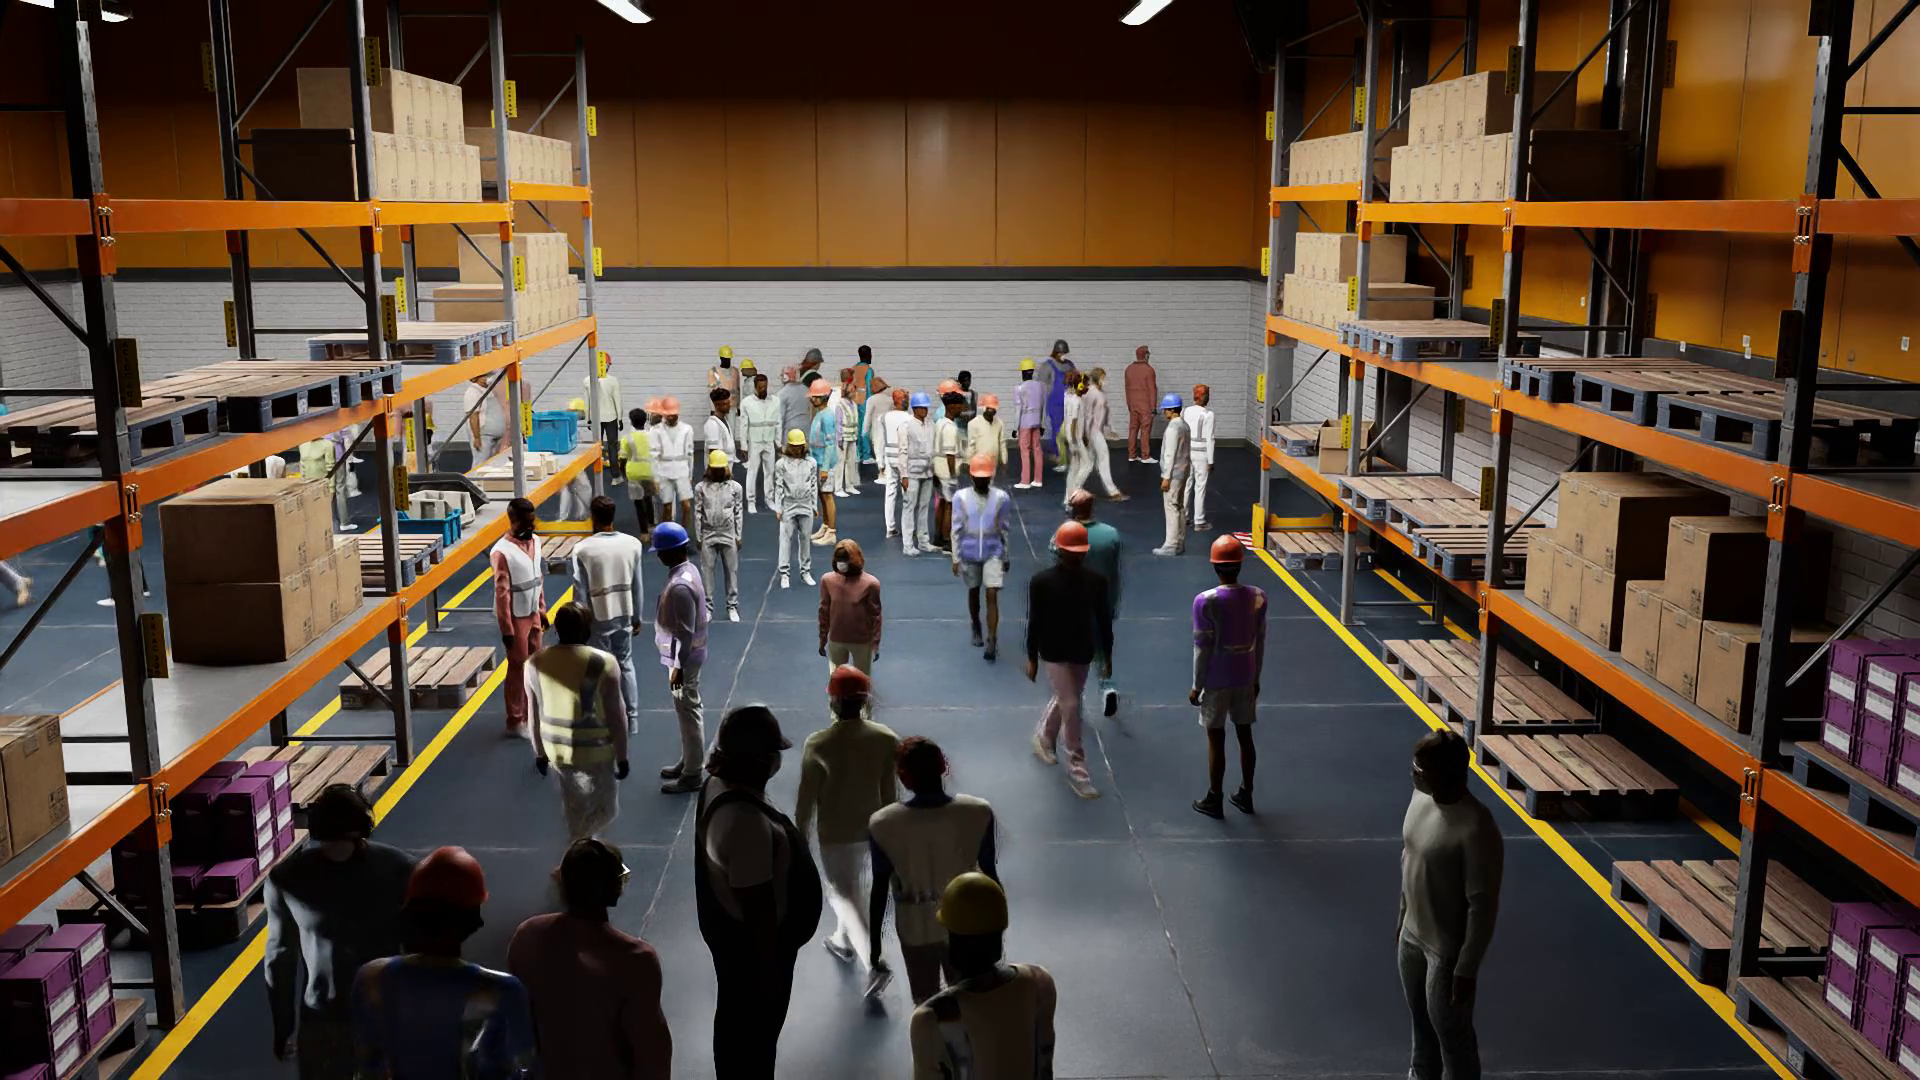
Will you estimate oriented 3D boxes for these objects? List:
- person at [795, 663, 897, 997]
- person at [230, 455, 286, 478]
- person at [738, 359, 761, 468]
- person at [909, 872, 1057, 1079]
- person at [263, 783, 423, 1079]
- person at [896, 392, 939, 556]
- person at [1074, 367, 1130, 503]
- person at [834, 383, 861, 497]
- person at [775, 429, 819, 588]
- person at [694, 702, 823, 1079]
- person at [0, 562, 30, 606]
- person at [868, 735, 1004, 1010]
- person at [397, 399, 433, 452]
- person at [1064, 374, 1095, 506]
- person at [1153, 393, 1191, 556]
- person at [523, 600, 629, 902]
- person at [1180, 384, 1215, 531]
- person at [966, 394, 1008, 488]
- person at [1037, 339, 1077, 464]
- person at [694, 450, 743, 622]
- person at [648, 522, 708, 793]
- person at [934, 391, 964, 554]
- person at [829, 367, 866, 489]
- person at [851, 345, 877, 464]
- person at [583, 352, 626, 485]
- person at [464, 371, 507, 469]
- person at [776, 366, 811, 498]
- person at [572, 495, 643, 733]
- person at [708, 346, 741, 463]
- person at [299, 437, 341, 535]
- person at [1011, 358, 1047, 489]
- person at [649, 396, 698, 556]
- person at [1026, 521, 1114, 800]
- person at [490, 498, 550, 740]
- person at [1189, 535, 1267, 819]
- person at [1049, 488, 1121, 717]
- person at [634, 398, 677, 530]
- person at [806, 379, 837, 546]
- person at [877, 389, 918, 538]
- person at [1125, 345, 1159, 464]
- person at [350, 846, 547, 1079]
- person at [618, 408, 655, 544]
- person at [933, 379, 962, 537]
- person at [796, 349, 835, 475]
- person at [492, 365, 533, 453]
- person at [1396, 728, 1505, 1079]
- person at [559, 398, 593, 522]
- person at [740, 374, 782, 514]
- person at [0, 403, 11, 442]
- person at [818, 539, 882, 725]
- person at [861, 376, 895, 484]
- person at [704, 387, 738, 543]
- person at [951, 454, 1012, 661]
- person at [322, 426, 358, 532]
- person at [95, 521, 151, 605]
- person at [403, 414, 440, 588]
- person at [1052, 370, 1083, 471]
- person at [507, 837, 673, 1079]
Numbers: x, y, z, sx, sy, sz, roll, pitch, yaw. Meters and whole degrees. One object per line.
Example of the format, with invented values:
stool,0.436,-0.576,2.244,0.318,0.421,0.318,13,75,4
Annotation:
person,-0.562,1.517,8.836,0.566,1.723,0.796,-9,14,-38
person,-7.273,-0.236,17.338,0.560,1.836,0.388,-10,15,-41
person,-3.362,-2.023,26.546,0.321,1.737,0.485,-2,11,-10
person,0.058,2.051,5.631,0.590,1.926,0.388,-9,14,-37
person,-2.381,1.866,6.539,0.636,1.936,0.356,-2,11,-9
person,-0.494,-0.797,19.853,0.380,1.951,0.605,10,15,42
person,1.969,-1.489,23.441,0.889,1.901,0.634,3,12,17
person,-1.621,-1.442,23.904,0.314,1.632,0.522,7,13,30
person,-1.768,-0.345,18.112,0.492,1.742,0.321,-5,12,-24
person,-0.862,1.680,7.210,0.537,2.000,0.682,-5,12,-22
person,-9.794,-0.221,16.740,0.722,2.000,0.829,6,13,26
person,-0.093,1.766,7.393,0.612,1.805,0.717,-2,11,-9
person,-7.844,-1.510,23.955,0.520,1.736,0.836,-2,11,-11
person,1.649,-1.370,22.981,0.472,1.847,0.532,0,11,0
person,2.550,-0.781,19.839,0.419,1.933,0.615,5,12,22
person,-2.275,1.257,9.870,0.643,1.823,0.702,4,12,19
person,3.051,-1.063,21.392,0.354,1.876,0.574,-8,14,-36
person,0.389,-1.025,21.525,0.587,1.729,0.609,-8,14,-36
person,1.677,-2.252,26.925,0.700,2.000,0.810,-9,14,-37
person,-2.399,-0.035,16.556,0.486,1.745,0.293,-2,11,-8
person,-1.979,0.820,11.777,0.401,1.938,0.603,-2,11,-8
person,-0.137,-0.809,19.937,0.375,1.941,0.609,-3,12,-14
person,-1.726,-1.600,24.222,0.563,1.819,0.801,8,14,35
person,-1.561,-2.194,26.944,0.392,1.920,0.589,-8,14,-35
person,-5.313,-1.814,24.867,0.611,1.985,0.393,2,11,11
person,-6.552,-1.476,23.032,0.537,2.000,0.687,0,11,2
person,-2.395,-1.538,23.741,0.406,1.895,0.662,9,15,39
person,-2.723,0.606,12.942,0.600,1.907,0.384,-10,15,-42
person,-3.785,-2.181,26.884,0.592,1.918,0.400,-9,14,-38
person,-7.502,-0.618,19.446,0.526,1.760,0.340,5,12,23
person,1.002,-1.710,24.497,0.594,1.922,0.385,-8,14,-36
person,-3.387,-0.750,19.703,0.547,1.906,0.738,-4,12,-18
person,0.766,0.786,11.974,0.625,1.948,1.044,-5,12,-23
person,-3.415,0.606,12.943,0.415,1.907,0.592,3,12,14
person,1.797,0.925,11.265,0.546,1.934,0.376,-4,12,-19
person,0.993,0.536,13.300,0.650,1.896,0.557,-5,12,-23
person,-3.811,-0.922,21.032,0.566,1.724,0.752,-4,12,-20
person,-1.696,-0.950,20.388,0.371,2.044,0.608,-3,12,-15
person,-0.749,-0.952,20.802,0.576,1.883,0.352,5,12,23
person,2.964,-2.194,26.960,0.407,1.913,0.641,-9,15,-39
person,-1.666,2.000,5.639,0.660,2.021,0.548,3,12,13
person,-3.963,-0.796,20.549,0.533,1.673,0.549,-8,14,-35
person,-0.160,-1.011,20.816,0.379,1.996,0.609,1,11,6
person,-2.388,-1.970,25.509,0.732,2.000,0.734,10,15,42
person,-6.756,-1.794,25.063,0.640,1.880,0.820,1,11,6
person,2.070,1.739,7.183,0.370,1.934,0.627,-3,12,-13
person,-4.851,-0.951,21.197,0.620,1.715,0.502,-5,12,-23
person,-2.711,-1.311,22.570,0.607,1.905,0.405,-8,14,-34
person,-13.461,-1.327,23.046,0.571,1.739,0.352,-7,13,-31
person,-0.843,0.790,12.694,0.507,1.631,0.273,3,12,17
person,-1.192,-1.646,24.953,0.529,1.613,0.382,-10,15,-42
person,-2.912,-0.877,20.213,0.368,1.967,0.600,1,11,5
person,0.199,0.133,15.376,0.556,1.892,0.975,0,11,2
person,-8.030,-1.062,21.246,0.595,1.923,0.373,1,11,4
person,-8.831,-0.266,17.335,0.508,1.902,0.613,0,11,-1
person,-5.854,-0.432,18.122,0.410,1.918,0.585,-3,12,-16
person,1.685,-1.859,26.018,0.629,1.607,0.516,8,14,36
person,-1.292,1.985,5.934,0.638,1.938,0.357,5,12,24
